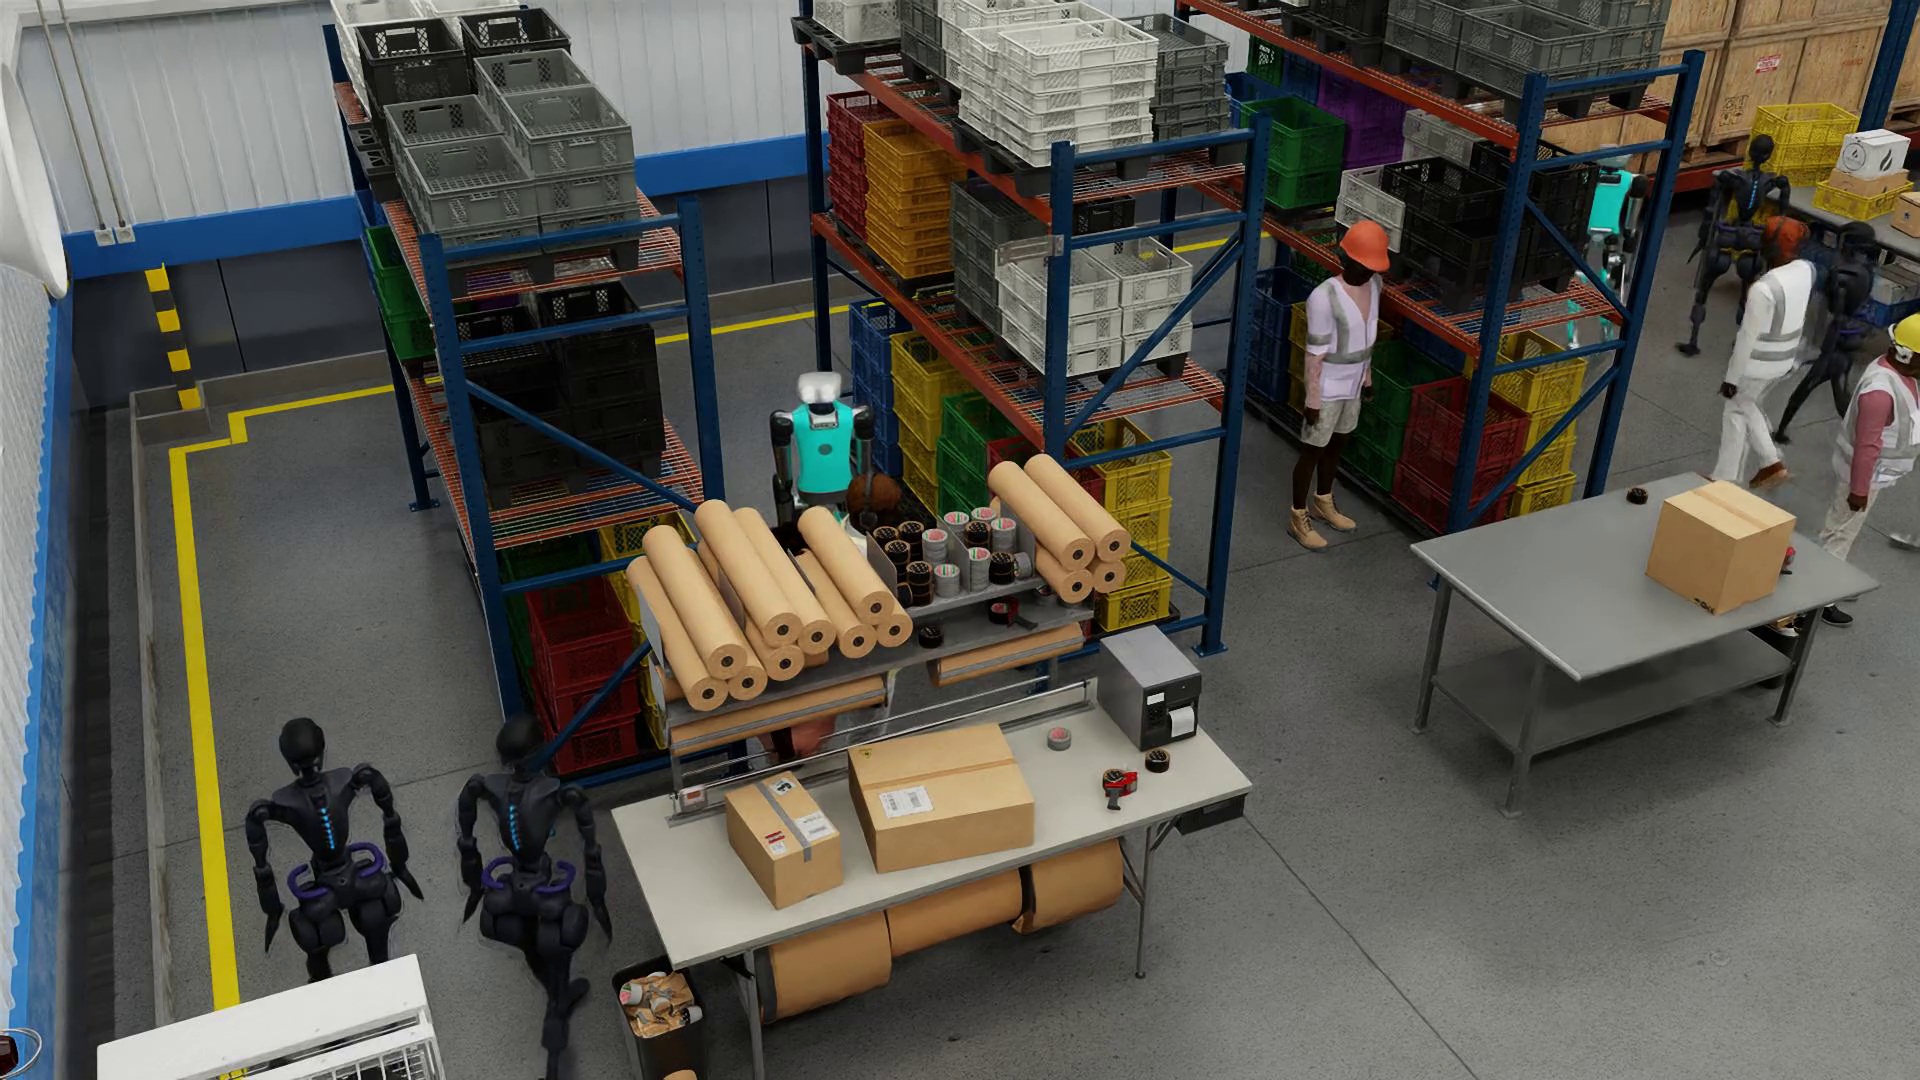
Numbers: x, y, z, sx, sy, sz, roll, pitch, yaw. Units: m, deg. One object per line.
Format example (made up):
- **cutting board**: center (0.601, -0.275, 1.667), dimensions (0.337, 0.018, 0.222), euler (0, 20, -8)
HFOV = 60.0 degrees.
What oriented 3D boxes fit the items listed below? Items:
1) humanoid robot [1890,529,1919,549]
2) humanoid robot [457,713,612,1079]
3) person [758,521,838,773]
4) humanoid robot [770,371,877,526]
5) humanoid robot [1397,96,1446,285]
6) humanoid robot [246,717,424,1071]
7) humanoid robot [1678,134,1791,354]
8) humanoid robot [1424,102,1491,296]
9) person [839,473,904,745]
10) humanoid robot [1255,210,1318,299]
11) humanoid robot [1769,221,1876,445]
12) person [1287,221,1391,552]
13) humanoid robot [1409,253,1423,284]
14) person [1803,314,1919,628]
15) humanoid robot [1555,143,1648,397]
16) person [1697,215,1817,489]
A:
- **humanoid robot**: center (5.921, -0.643, 9.627), dimensions (0.541, 1.800, 0.727), euler (-26, 40, -35)
- **humanoid robot**: center (-1.663, 1.409, 6.378), dimensions (0.602, 1.624, 0.735), euler (3, 32, 6)
- **person**: center (-0.677, 0.787, 7.075), dimensions (0.364, 1.965, 0.608), euler (3, 32, 5)
- **humanoid robot**: center (-0.722, -0.187, 8.804), dimensions (0.530, 1.721, 0.699), euler (-5, 32, -8)
- **humanoid robot**: center (3.429, -2.650, 12.747), dimensions (0.533, 1.677, 0.735), euler (6, 32, 10)
- **humanoid robot**: center (-2.408, 1.352, 6.428), dimensions (0.608, 1.647, 0.469), euler (-21, 37, -30)
- **humanoid robot**: center (5.642, -2.134, 12.093), dimensions (0.584, 1.648, 0.343), euler (8, 32, 12)
- **humanoid robot**: center (3.710, -2.555, 12.691), dimensions (0.536, 1.760, 0.724), euler (-2, 32, -3)
- **person**: center (-0.384, 0.508, 7.645), dimensions (0.431, 1.845, 0.620), euler (1, 32, 1)
- **humanoid robot**: center (2.542, -2.508, 12.712), dimensions (0.494, 1.639, 0.601), euler (6, 32, 10)
- **humanoid robot**: center (5.712, -1.267, 10.748), dimensions (0.775, 1.634, 0.615), euler (20, 37, 29)
- **person**: center (2.241, -0.903, 9.758), dimensions (0.604, 2.033, 0.388), euler (-26, 40, -35)
- **humanoid robot**: center (3.376, -2.268, 12.309), dimensions (0.376, 1.641, 0.600), euler (24, 39, 34)
- **person**: center (4.999, -0.395, 9.129), dimensions (0.403, 1.823, 0.587), euler (19, 36, 28)
- **humanoid robot**: center (4.346, -1.729, 11.468), dimensions (0.538, 1.869, 0.740), euler (8, 32, 12)
- **person**: center (4.914, -1.077, 10.190), dimensions (0.612, 1.868, 0.475), euler (-20, 37, -29)
